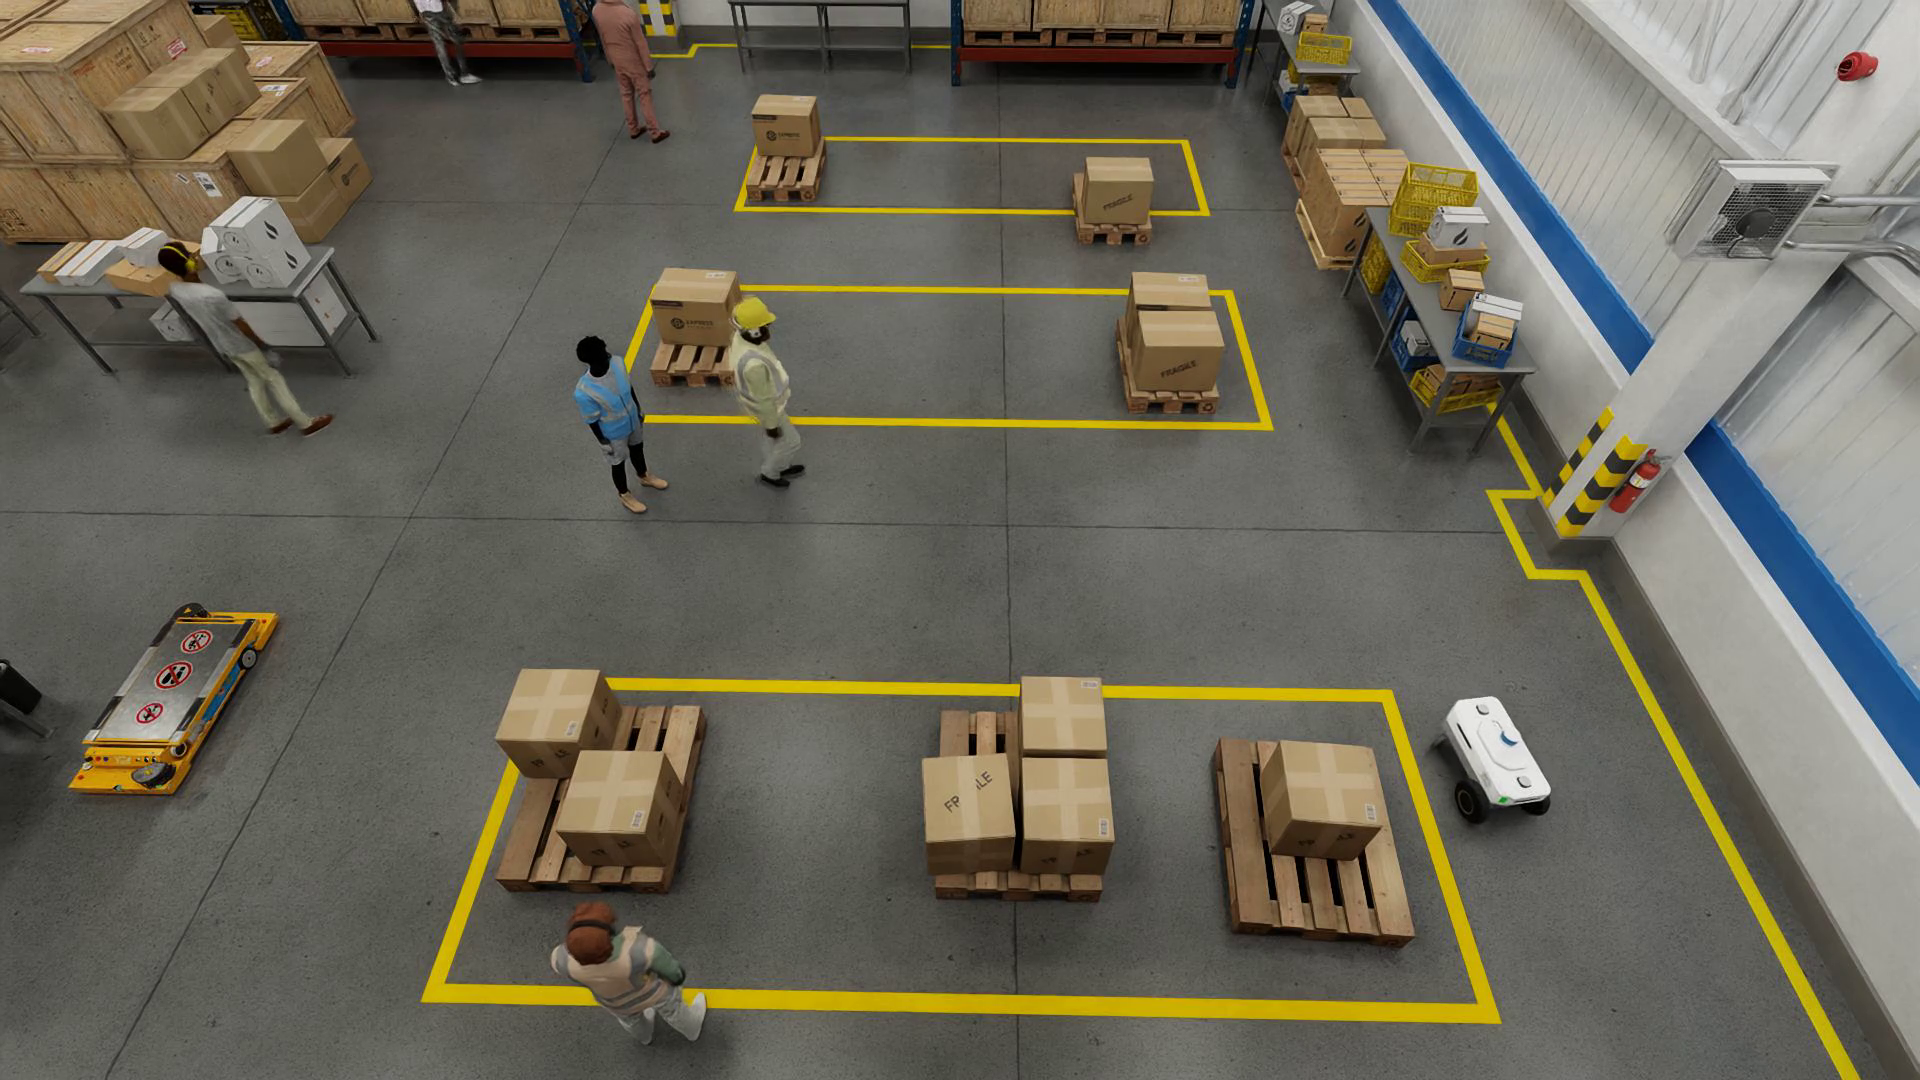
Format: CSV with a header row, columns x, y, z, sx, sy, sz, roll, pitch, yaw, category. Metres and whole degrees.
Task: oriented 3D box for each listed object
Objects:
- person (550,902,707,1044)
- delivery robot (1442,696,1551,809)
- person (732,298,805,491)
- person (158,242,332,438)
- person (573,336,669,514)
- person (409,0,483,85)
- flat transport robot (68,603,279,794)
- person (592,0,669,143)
x,y,z,sx,sy,sz,roll,pitch,yaw,category
-1.639,2.215,4.589,0.518,1.632,0.313,-3,50,-3,person
3.473,1.375,5.942,0.477,0.478,0.707,-6,50,-5,delivery robot
-1.535,-1.117,7.282,0.411,1.819,0.624,-15,51,-12,person
-6.026,-1.630,7.700,0.532,1.865,0.340,11,51,9,person
-2.677,-0.900,7.185,0.320,1.692,0.533,19,52,15,person
-7.054,-7.109,12.317,0.652,1.887,0.375,1,50,1,person
-5.504,1.072,6.442,0.652,0.197,1.431,1,50,1,flat transport robot
-4.052,-5.899,11.285,0.652,1.902,0.400,19,52,15,person
